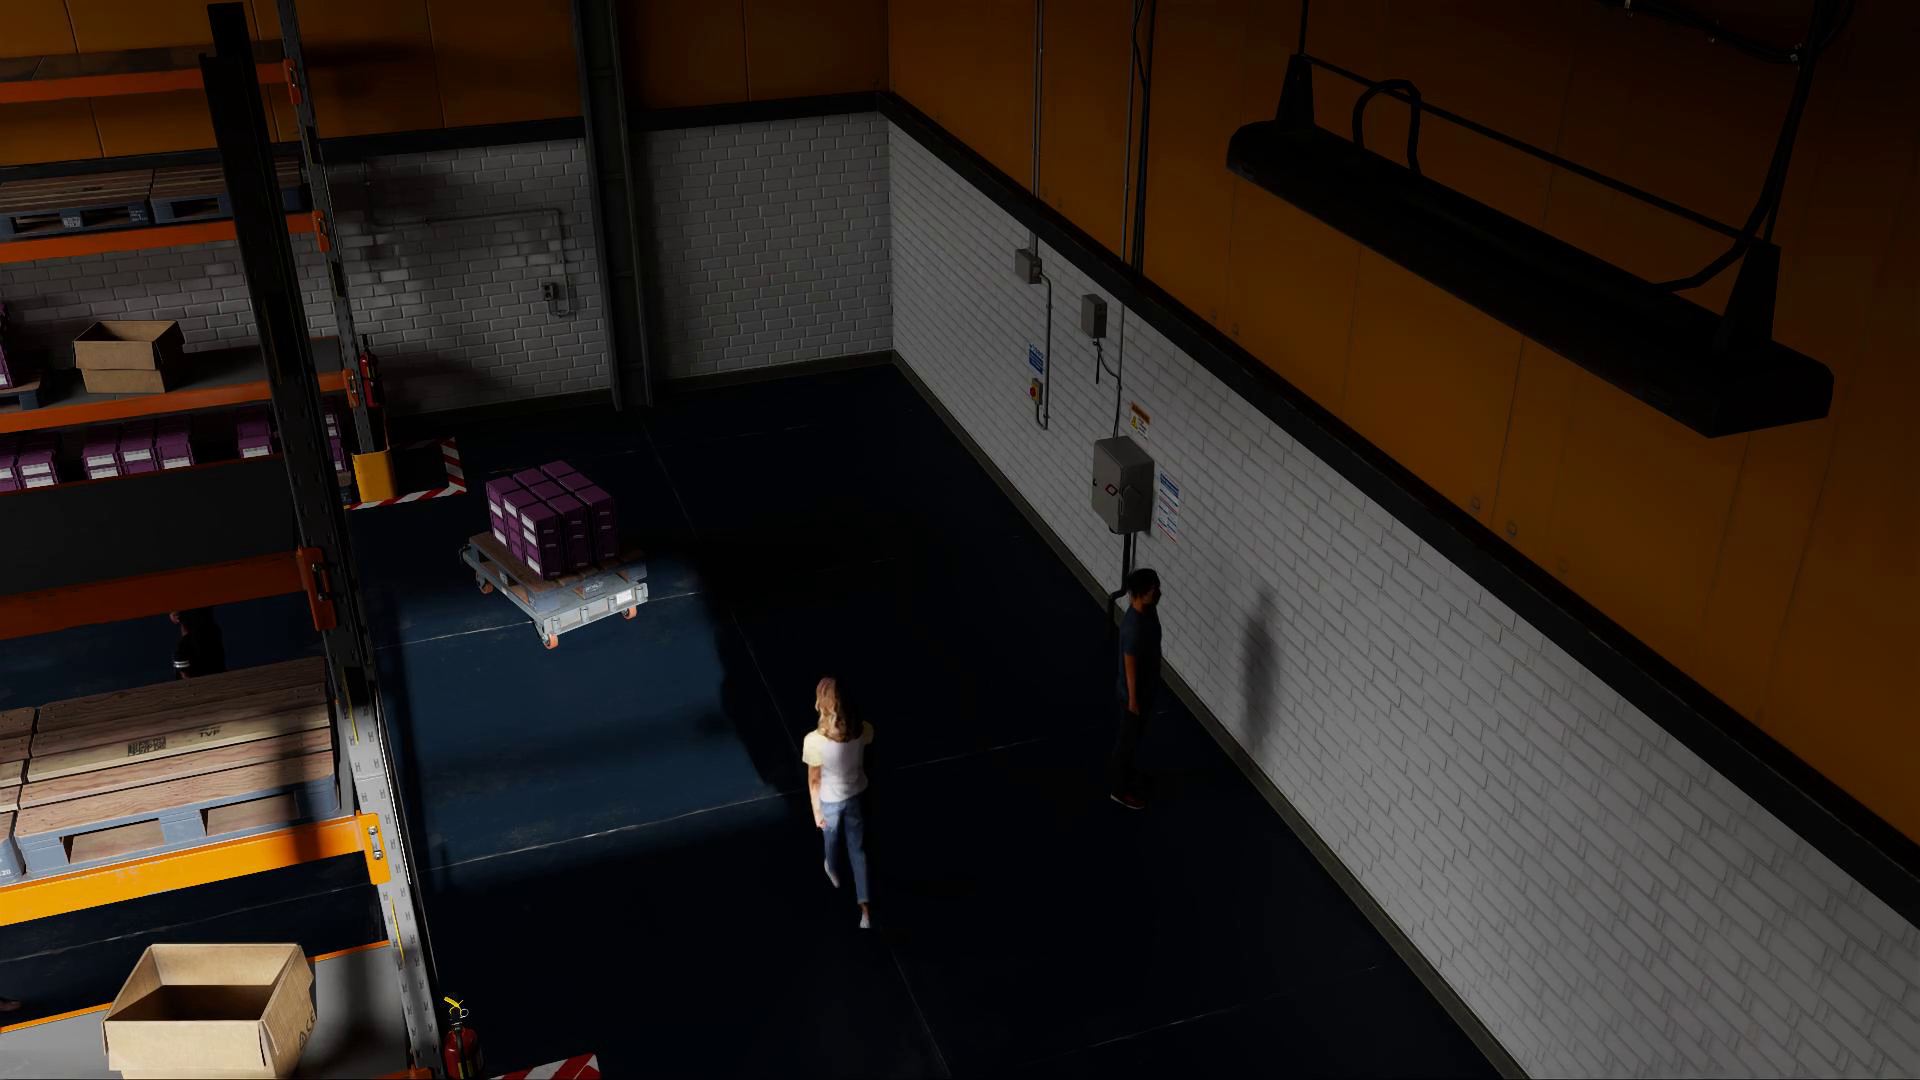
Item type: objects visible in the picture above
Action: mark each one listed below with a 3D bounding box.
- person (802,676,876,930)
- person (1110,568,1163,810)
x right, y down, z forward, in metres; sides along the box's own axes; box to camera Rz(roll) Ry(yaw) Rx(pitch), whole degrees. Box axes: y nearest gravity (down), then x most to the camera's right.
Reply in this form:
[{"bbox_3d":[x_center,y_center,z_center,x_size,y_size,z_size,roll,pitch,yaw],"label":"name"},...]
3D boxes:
[{"bbox_3d":[-0.692,1.664,10.318,1.040,1.691,0.690,-9,30,-16],"label":"person"},{"bbox_3d":[1.210,0.987,11.436,0.747,1.808,0.730,8,30,14],"label":"person"}]
